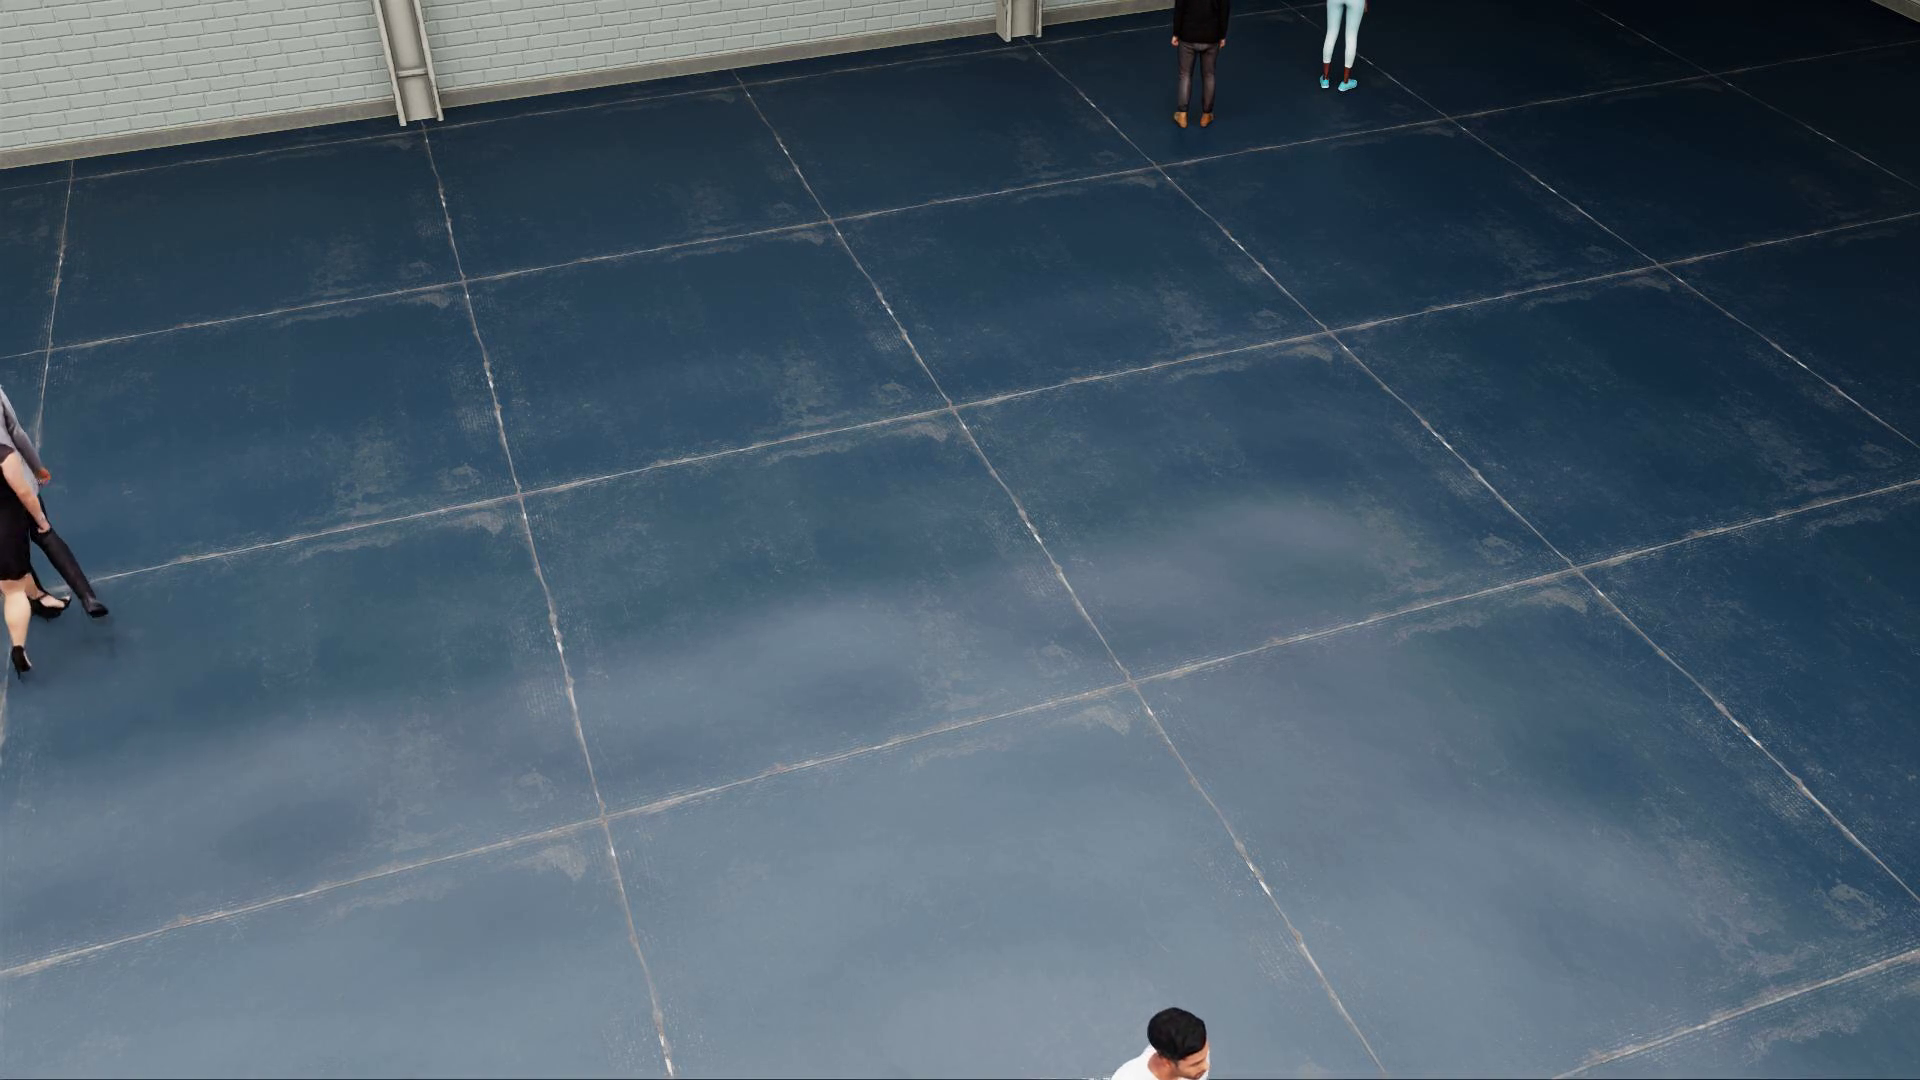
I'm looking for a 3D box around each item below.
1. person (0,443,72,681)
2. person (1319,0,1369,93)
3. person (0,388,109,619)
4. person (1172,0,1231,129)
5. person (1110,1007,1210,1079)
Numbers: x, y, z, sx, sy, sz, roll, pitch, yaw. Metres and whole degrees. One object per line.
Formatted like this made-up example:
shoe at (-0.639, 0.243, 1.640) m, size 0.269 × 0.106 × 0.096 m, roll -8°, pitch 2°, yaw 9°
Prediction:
person at (-5.273, 0.027, 9.078) m, size 1.003 × 1.661 × 0.981 m, roll -3°, pitch 38°, yaw -4°
person at (3.618, -5.073, 15.547) m, size 0.649 × 1.724 × 0.713 m, roll 15°, pitch 40°, yaw 18°
person at (-5.267, -0.223, 9.210) m, size 1.145 × 1.893 × 1.114 m, roll 25°, pitch 44°, yaw 28°
person at (2.146, -4.541, 14.869) m, size 0.637 × 1.723 × 0.782 m, roll 3°, pitch 38°, yaw 4°
person at (0.654, 2.256, 6.192) m, size 0.976 × 1.708 × 0.983 m, roll 31°, pitch 47°, yaw 33°
